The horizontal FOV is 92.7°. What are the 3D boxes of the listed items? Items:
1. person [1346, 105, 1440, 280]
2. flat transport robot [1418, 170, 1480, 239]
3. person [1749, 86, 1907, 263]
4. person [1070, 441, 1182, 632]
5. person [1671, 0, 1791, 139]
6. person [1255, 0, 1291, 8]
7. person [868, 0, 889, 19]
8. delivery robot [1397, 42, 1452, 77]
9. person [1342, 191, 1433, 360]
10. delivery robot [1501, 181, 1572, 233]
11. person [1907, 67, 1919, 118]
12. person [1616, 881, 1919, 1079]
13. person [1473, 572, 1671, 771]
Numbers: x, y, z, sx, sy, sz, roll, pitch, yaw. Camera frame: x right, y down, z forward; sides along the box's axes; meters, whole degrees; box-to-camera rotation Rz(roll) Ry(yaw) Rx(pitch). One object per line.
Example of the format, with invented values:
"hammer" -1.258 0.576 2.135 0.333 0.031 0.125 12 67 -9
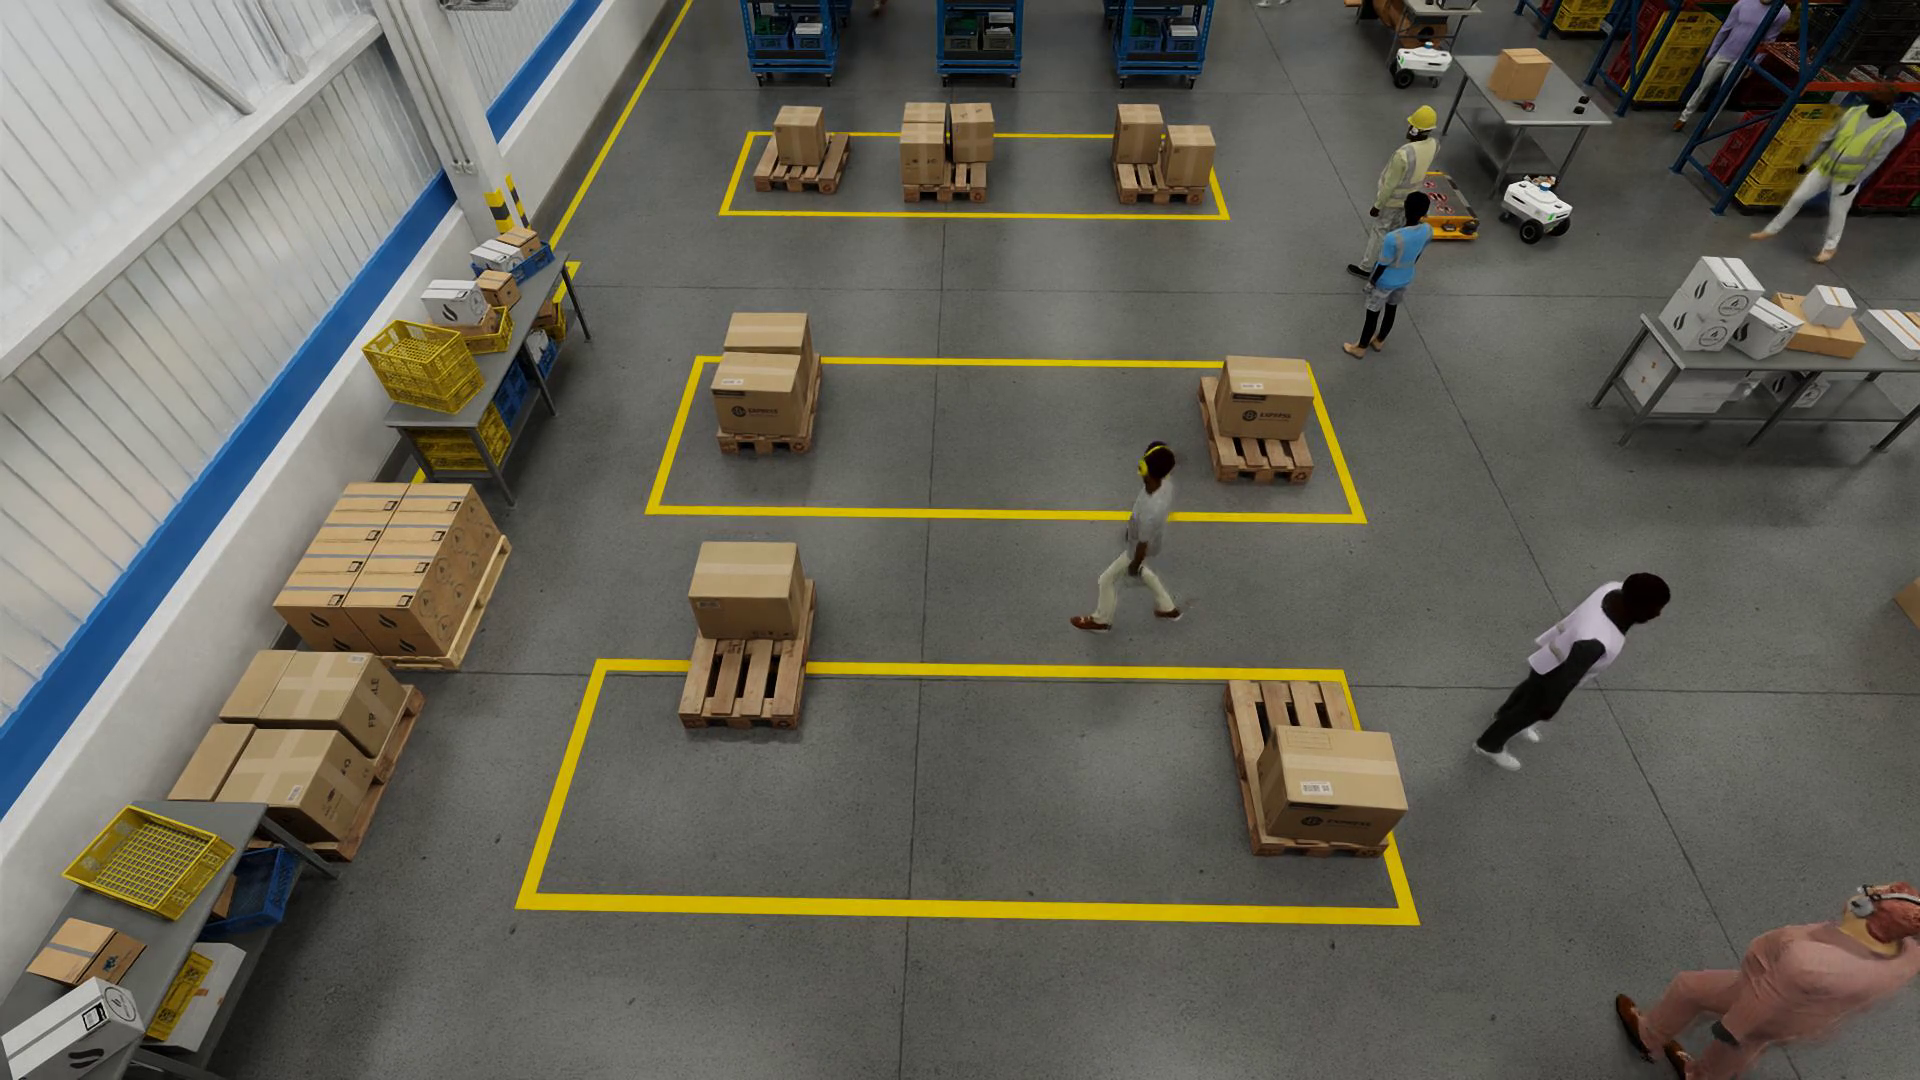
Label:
"person" 4.568 -3.620 9.622 0.590 1.833 0.404 -27 54 -22
"flat transport robot" 5.692 -4.094 11.059 0.652 0.197 1.431 1 49 1
"person" 9.592 -3.970 9.945 0.532 1.813 0.824 -17 51 -14
"person" 1.272 0.060 6.441 0.722 1.826 0.546 19 52 16
"person" 9.949 -6.200 11.793 0.627 1.932 0.363 36 58 27
"person" 5.276 -9.581 14.937 0.872 1.583 0.519 -18 52 -15
"person" -1.372 -9.472 14.625 0.632 1.927 1.046 13 50 11
"delivery robot" 6.710 -6.935 13.272 0.707 0.478 0.477 8 50 7
"person" 4.099 -2.487 8.731 0.536 1.694 0.322 -19 52 -16
"delivery robot" 6.693 -3.905 10.649 0.477 0.478 0.707 -19 52 -16
"person" 12.586 -6.141 11.803 0.979 1.827 0.586 -15 51 -13
"person" 4.019 2.250 4.521 0.663 1.866 0.654 -1 49 -1
"person" 3.775 0.808 5.740 0.406 1.917 0.601 29 55 23
